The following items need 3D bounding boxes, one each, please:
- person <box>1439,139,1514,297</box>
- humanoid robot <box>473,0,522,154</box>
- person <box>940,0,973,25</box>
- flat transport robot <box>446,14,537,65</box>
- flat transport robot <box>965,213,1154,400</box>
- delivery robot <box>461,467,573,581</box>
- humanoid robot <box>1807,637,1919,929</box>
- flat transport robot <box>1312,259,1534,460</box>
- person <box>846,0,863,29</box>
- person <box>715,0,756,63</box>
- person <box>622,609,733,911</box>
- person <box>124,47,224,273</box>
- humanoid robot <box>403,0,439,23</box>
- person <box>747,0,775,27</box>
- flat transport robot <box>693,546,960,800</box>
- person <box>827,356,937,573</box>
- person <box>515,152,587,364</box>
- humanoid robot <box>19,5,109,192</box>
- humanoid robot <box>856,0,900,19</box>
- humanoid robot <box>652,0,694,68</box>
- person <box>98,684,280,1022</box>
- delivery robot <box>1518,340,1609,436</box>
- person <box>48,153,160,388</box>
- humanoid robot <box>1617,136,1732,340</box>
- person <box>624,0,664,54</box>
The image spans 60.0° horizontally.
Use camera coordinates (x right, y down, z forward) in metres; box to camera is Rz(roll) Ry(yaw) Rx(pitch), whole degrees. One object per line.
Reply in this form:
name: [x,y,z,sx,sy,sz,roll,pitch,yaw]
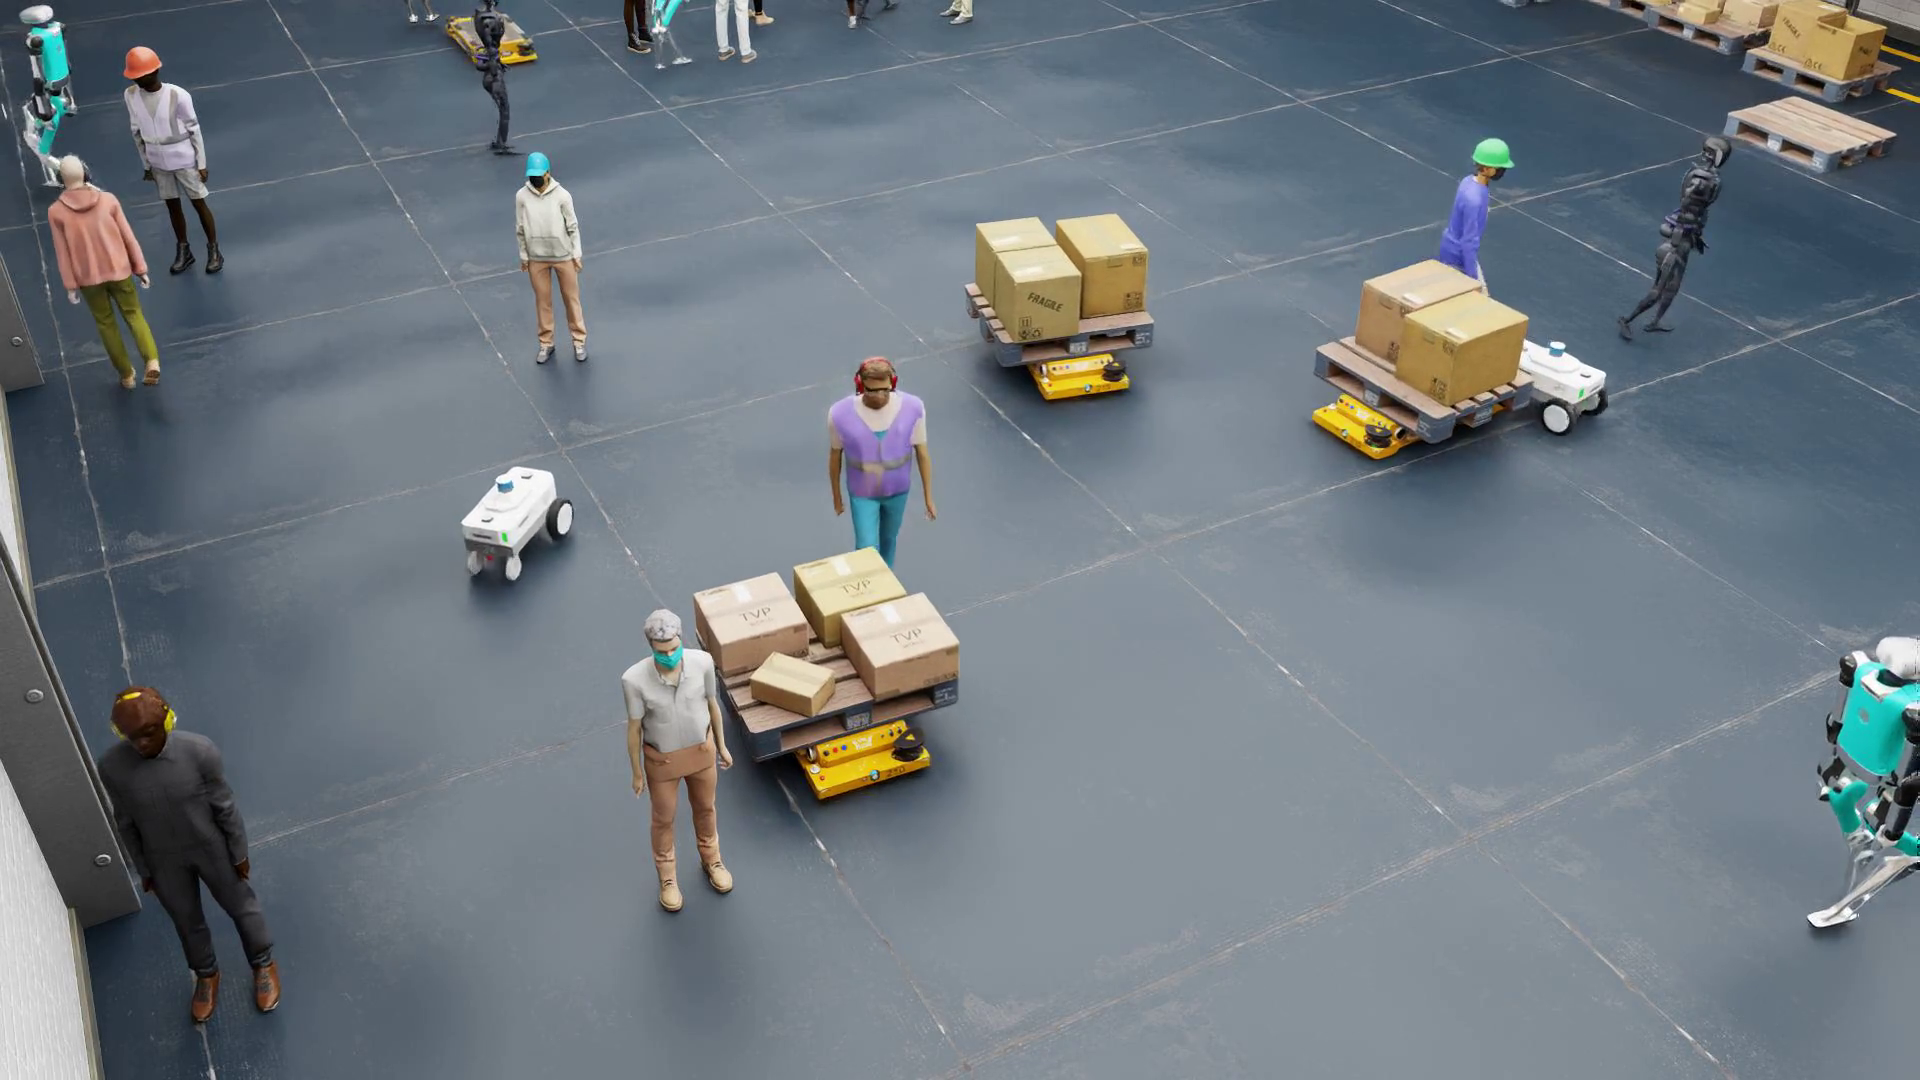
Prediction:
person: [3.804,-2.081,12.307,0.588,1.851,0.487,10,36,14]
humanoid robot: [-4.462,-4.527,15.964,0.367,1.648,0.615,-6,36,-9]
person: [0.000,-6.925,19.230,0.374,1.840,0.569,-13,37,-17]
flat transport robot: [-5.315,-5.667,18.807,0.659,0.231,1.431,-17,39,-23]
flat transport robot: [0.758,-1.541,12.917,0.659,0.231,1.431,-9,36,-13]
delivery robot: [-2.872,-0.152,10.693,0.499,0.606,0.796,9,36,13]
humanoid robot: [4.354,1.217,7.797,0.747,1.908,0.545,-9,36,-12]
flat transport robot: [3.329,-1.003,12.148,1.431,0.231,0.659,-21,40,-27]
person: [-1.274,-6.966,19.216,0.579,1.871,0.753,-5,35,-8]
person: [-2.501,-6.158,18.109,0.575,1.879,0.350,12,37,16]
person: [-1.342,1.034,7.951,0.491,1.744,0.304,-16,38,-21]
person: [-6.502,-3.124,13.728,0.543,1.932,0.372,1,35,2]
humanoid robot: [-6.293,-6.714,18.906,0.533,1.677,0.735,-1,35,-2]
person: [-2.398,-6.823,19.218,0.317,1.692,0.532,-28,44,-34]
flat transport robot: [-0.754,0.877,9.463,0.659,0.231,1.431,-15,38,-20]
person: [-0.432,-0.208,9.658,0.574,1.817,0.817,-9,36,-13]
person: [-3.077,-2.118,12.513,0.462,1.675,0.372,-2,35,-2]
humanoid robot: [-8.315,-3.940,15.059,0.880,1.763,0.534,2,35,3]
humanoid robot: [-0.987,-6.978,19.485,0.721,1.620,0.592,-21,40,-27]
humanoid robot: [-3.193,-5.898,17.890,0.537,1.820,0.760,13,37,18]
person: [-3.399,1.379,7.357,0.494,1.870,0.356,-8,36,-11]
delivery robot: [4.312,-1.147,12.108,0.499,0.599,0.784,-27,43,-33]
person: [-6.195,-1.898,12.075,0.568,1.816,0.546,-20,40,-26]
humanoid robot: [5.505,-2.334,12.827,0.461,1.648,0.607,27,43,33]
person: [-3.604,-6.423,18.409,0.368,1.966,0.604,12,37,16]
